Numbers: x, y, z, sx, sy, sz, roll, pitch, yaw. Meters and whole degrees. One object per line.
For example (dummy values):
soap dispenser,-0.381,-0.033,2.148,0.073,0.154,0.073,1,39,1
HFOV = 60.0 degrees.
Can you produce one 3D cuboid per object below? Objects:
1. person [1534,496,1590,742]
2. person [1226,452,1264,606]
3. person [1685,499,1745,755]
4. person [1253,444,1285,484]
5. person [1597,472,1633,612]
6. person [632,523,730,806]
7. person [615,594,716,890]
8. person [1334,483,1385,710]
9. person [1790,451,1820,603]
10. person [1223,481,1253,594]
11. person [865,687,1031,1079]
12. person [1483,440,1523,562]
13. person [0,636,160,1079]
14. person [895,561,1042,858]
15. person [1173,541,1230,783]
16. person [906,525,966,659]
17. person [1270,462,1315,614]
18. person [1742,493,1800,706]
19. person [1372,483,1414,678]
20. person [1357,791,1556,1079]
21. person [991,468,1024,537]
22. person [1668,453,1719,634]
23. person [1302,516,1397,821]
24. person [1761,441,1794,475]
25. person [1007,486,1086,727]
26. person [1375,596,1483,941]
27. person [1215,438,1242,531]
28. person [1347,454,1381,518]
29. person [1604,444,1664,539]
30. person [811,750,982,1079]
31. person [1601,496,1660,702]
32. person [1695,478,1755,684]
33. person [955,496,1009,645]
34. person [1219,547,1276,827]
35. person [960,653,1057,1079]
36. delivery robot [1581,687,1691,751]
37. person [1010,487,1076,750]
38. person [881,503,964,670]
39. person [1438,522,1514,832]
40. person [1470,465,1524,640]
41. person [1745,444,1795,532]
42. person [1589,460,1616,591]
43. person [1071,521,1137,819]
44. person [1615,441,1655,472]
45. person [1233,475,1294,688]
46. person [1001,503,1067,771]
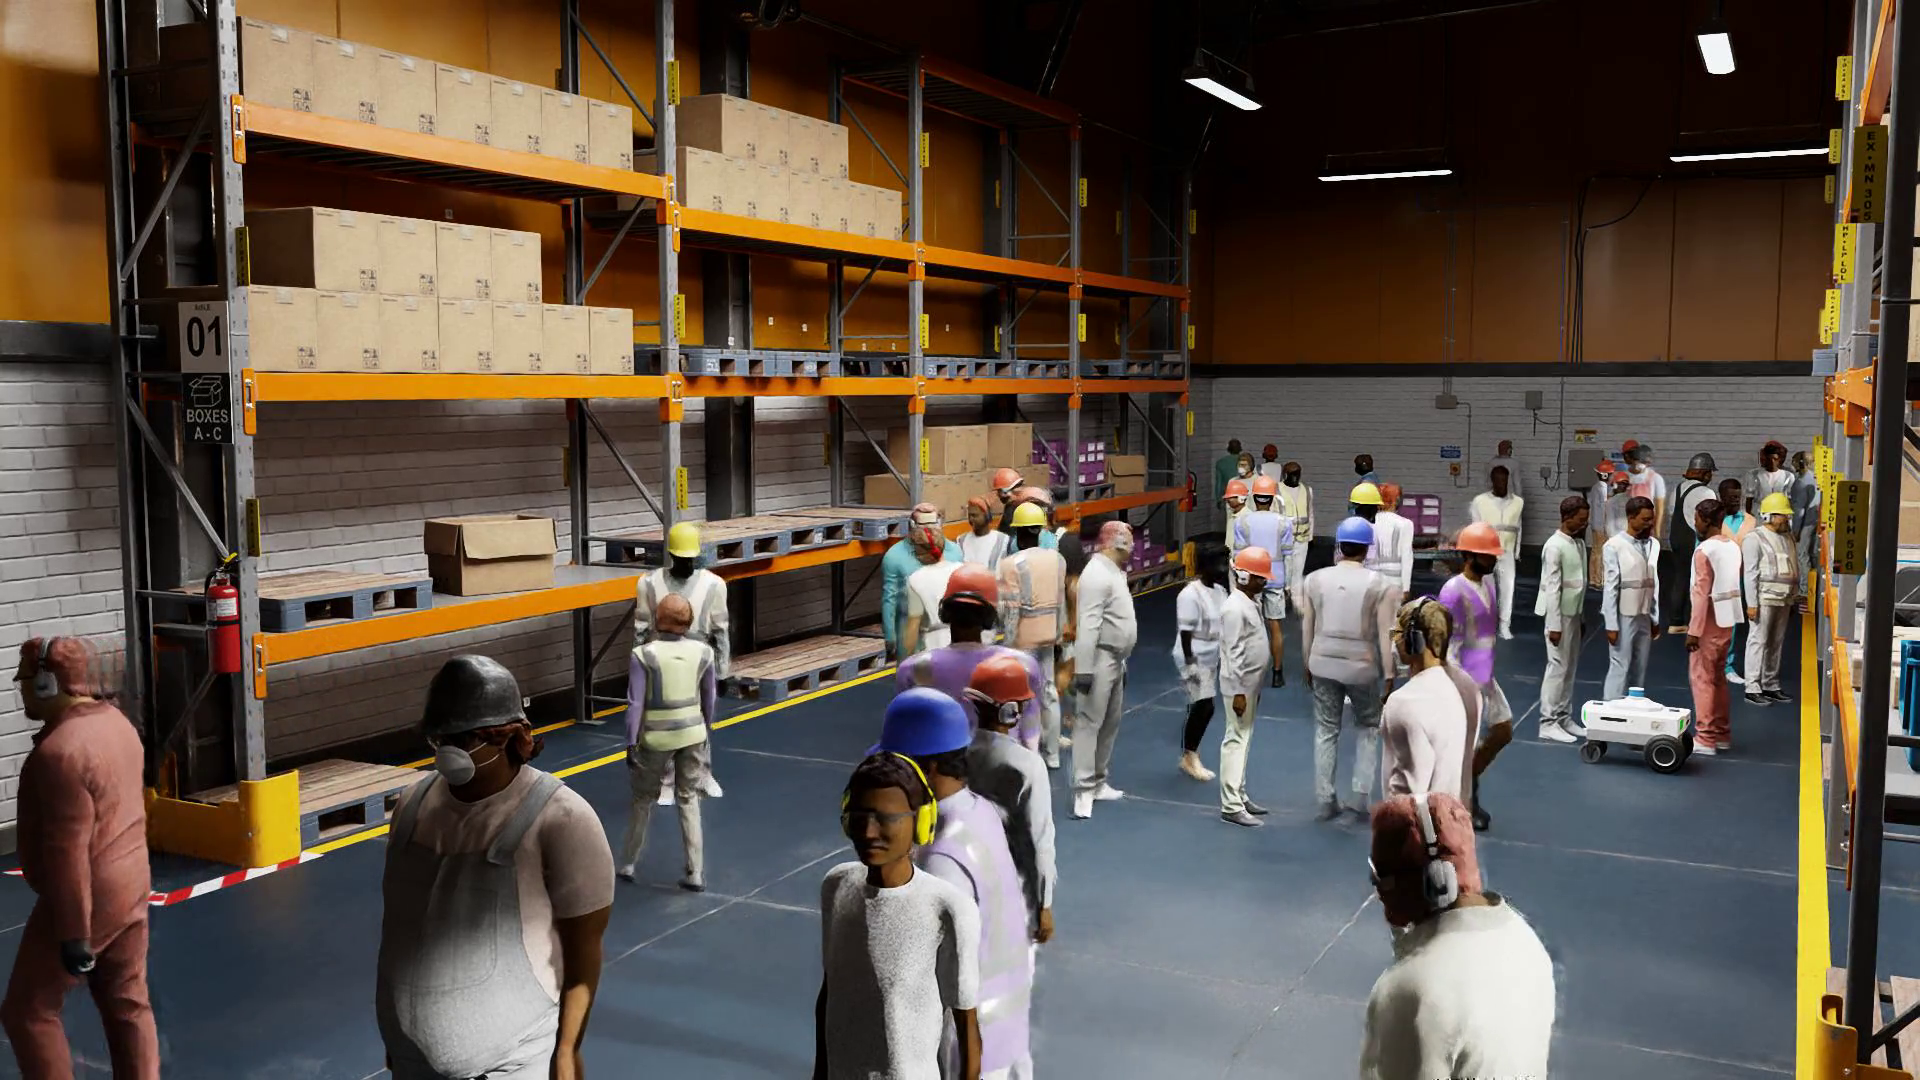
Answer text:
person,4.679,0.609,12.886,0.414,1.903,0.594,4,7,38
person,3.559,-0.121,20.609,0.378,1.931,0.624,-5,7,-43
person,5.652,0.646,12.466,0.599,1.905,0.391,-5,7,-44
person,4.610,-0.487,24.759,0.575,1.882,0.359,0,5,-2
person,7.943,0.041,19.995,0.591,1.704,0.520,-3,6,-25
person,-1.829,0.809,10.884,0.648,1.881,0.666,-1,5,-6
person,-1.622,1.101,9.150,0.553,1.608,0.626,-3,6,-33
person,3.403,0.480,14.115,0.370,1.925,0.595,-2,6,-17
person,10.702,-0.167,21.105,0.374,1.932,0.622,5,7,42
person,2.965,0.236,17.733,0.350,1.743,0.564,-2,6,-17
person,-0.030,1.362,4.621,0.457,1.924,0.651,0,5,5
person,8.448,-0.598,25.823,0.408,1.906,0.653,-5,7,-42
person,-3.126,1.273,5.846,0.633,1.881,0.654,0,5,-2
person,0.025,1.099,6.955,0.624,2.022,0.444,0,5,2
person,1.696,0.842,11.477,0.429,1.678,0.557,4,7,39
person,-0.063,0.810,11.120,0.719,1.831,0.654,-3,6,-30
person,3.963,-0.019,19.946,0.636,1.840,0.429,-1,5,-12
person,6.994,0.507,14.325,0.600,1.831,0.404,-3,6,-30
person,3.958,0.406,15.491,0.861,1.867,0.590,-5,7,-43
person,1.085,1.482,3.631,0.437,1.879,0.668,4,7,38
person,0.476,0.327,15.458,0.399,1.984,0.610,1,5,13
person,8.061,0.048,18.158,0.536,2.000,0.683,-1,5,-9
person,2.456,0.816,10.511,0.646,1.925,0.478,3,6,29
person,11.128,-0.362,22.806,0.611,1.997,0.375,-2,6,-18
person,0.703,0.523,13.046,0.687,2.000,0.980,3,6,32
person,1.806,1.183,6.489,0.357,1.938,0.637,4,7,39
person,4.399,-0.682,26.655,0.639,1.922,0.768,2,6,20
person,5.404,-0.233,22.261,0.429,1.842,0.622,2,6,18
person,8.587,-0.237,21.224,0.709,2.000,0.541,3,6,28
person,-0.182,1.437,4.098,0.517,1.877,0.328,4,6,35
person,5.178,0.609,12.859,0.598,1.908,0.410,-3,6,-32
person,7.014,0.381,15.315,0.583,1.909,0.406,-1,5,-14
person,0.126,0.567,13.632,0.587,1.836,0.881,4,7,38
person,1.808,0.909,10.476,0.337,1.742,0.562,2,6,18
person,0.141,1.296,6.261,0.563,1.751,0.330,4,7,40
delivery robot,4.873,1.308,12.004,0.707,0.478,0.477,3,6,30
person,0.648,0.597,12.582,0.427,1.982,0.685,-2,6,-19
person,-0.253,0.671,12.280,0.645,1.893,0.402,-2,6,-21
person,3.164,0.843,10.236,0.580,1.919,0.420,-5,7,-43
person,5.874,0.112,18.309,0.599,1.892,0.899,0,5,-2
person,10.908,-0.311,22.417,0.611,1.965,0.362,1,5,14
person,8.631,-0.195,22.300,0.325,1.752,0.559,1,5,6
person,0.930,0.823,10.741,0.398,1.877,0.785,2,6,17
person,9.399,-0.397,23.328,0.600,1.970,1.048,1,5,14
person,2.749,0.382,15.112,0.542,1.938,0.357,1,5,7
person,0.494,0.697,11.778,0.594,1.924,0.381,-5,7,-43
